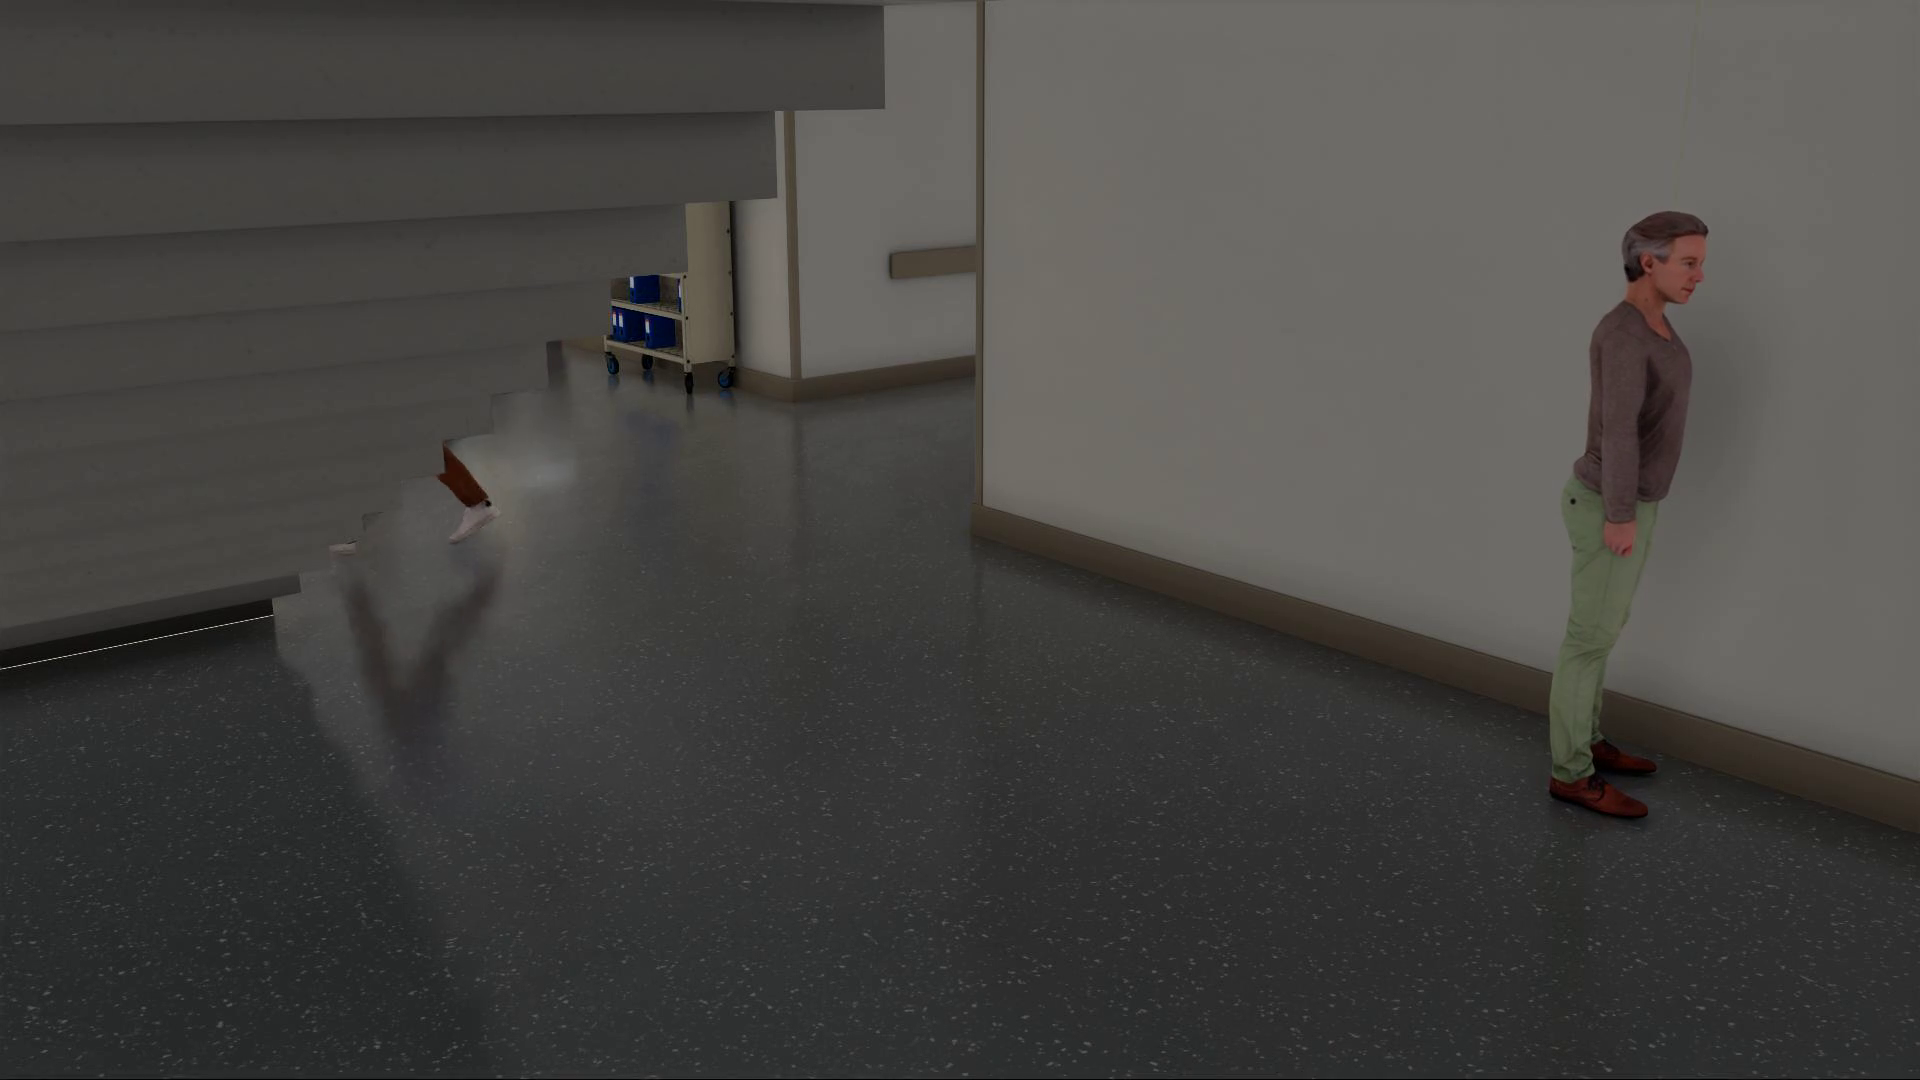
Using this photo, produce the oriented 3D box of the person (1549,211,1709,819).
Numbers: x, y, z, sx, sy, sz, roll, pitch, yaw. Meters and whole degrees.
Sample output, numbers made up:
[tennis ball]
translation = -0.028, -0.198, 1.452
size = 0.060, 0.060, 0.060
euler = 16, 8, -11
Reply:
[person]
translation = 2.080, -0.096, 5.269
size = 0.739, 1.867, 0.760
euler = 8, 18, 27
